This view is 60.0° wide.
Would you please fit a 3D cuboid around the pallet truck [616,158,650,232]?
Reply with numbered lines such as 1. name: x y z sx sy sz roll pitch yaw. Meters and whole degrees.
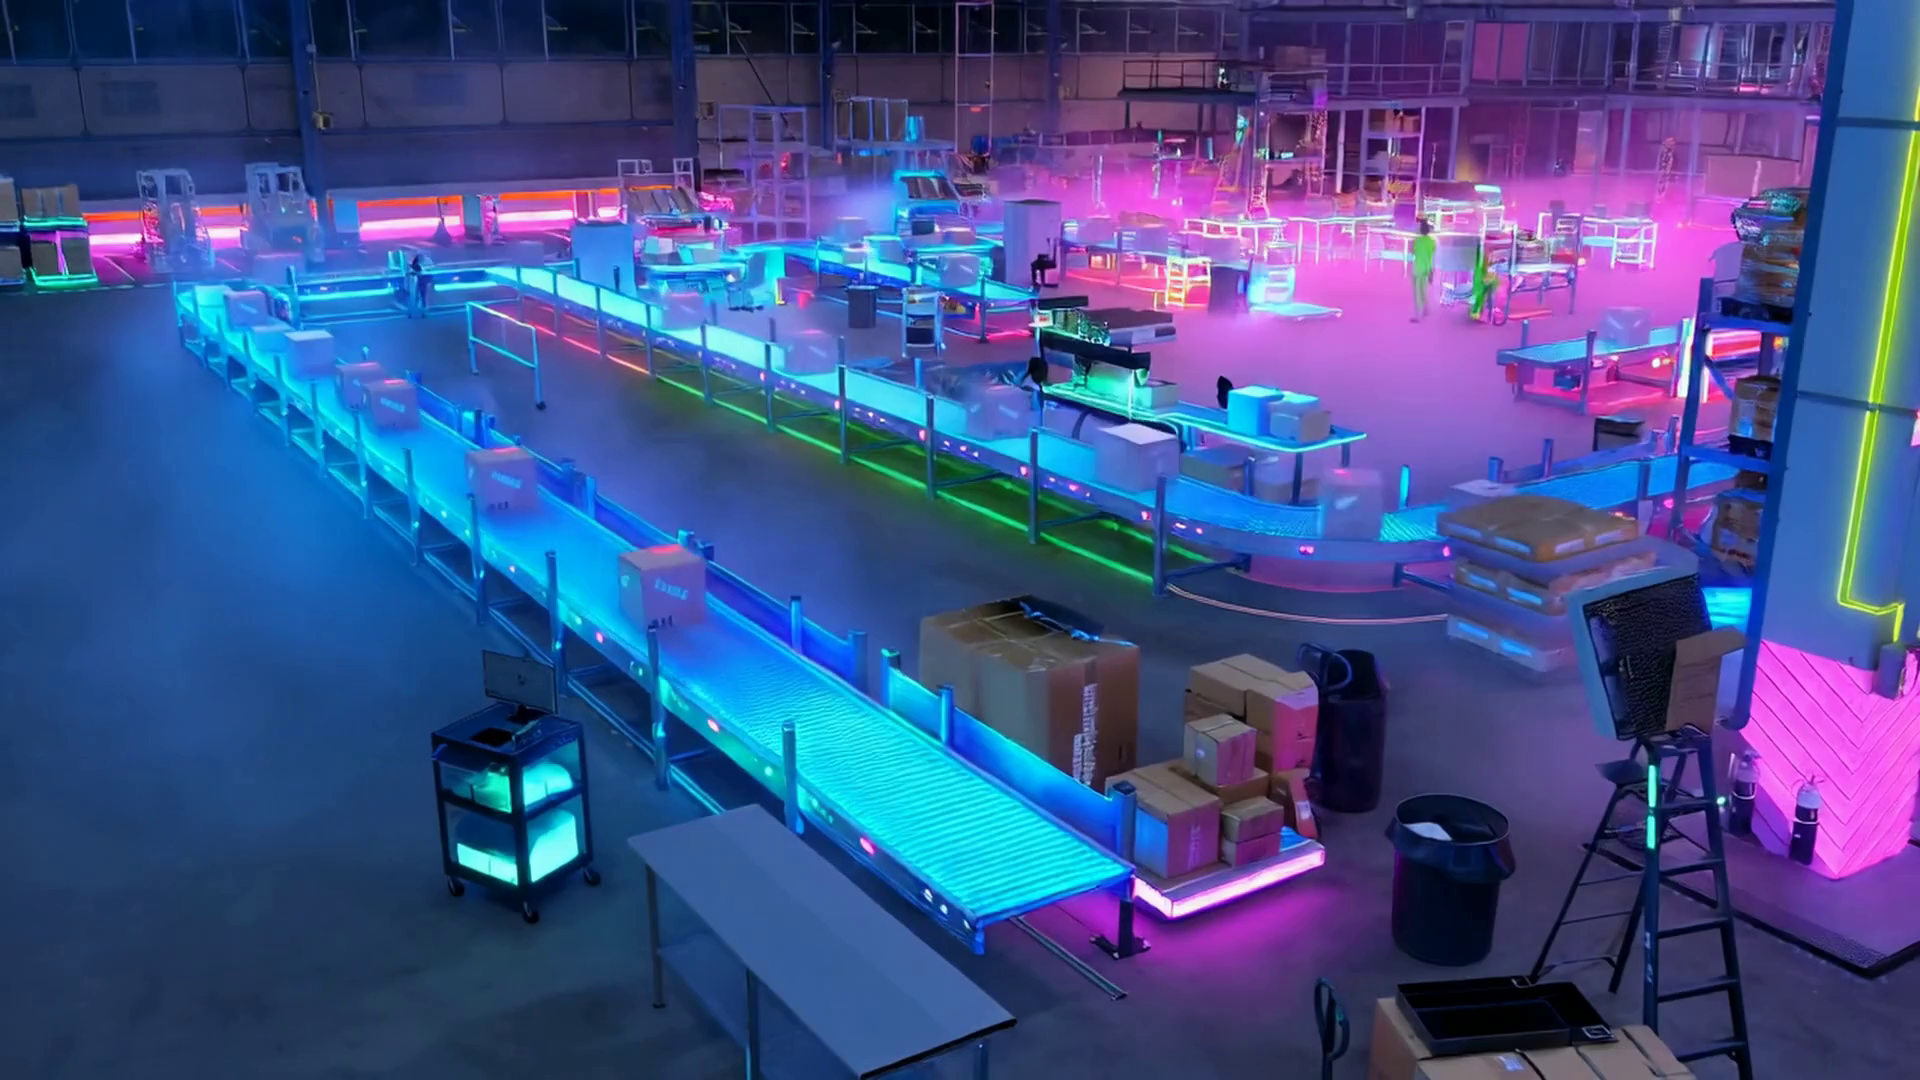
1. pallet truck: -8.918 -9.176 44.255 0.823 1.965 1.885 -9 19 -27

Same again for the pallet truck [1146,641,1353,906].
1. pallet truck: 1.664 1.407 10.232 1.630 1.274 0.653 -10 20 -31

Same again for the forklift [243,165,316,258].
1. forklift: -15.898 -7.669 38.708 1.157 1.987 2.680 -11 20 -33

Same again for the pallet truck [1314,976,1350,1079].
1. pallet truck: 2.299 2.390 7.086 1.601 1.201 0.680 -2 17 -7

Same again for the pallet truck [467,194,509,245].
1. pallet truck: -11.983 -8.177 42.137 0.704 1.261 1.522 -11 20 -33

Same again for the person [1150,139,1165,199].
1. person: 6.422 -12.029 53.940 0.586 1.882 0.340 -11 20 -31

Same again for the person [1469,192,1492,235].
1. person: 11.487 -6.836 36.891 0.484 1.740 0.535 3 17 9

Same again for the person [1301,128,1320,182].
1. person: 12.784 -13.998 60.446 0.705 1.914 0.549 12 21 35

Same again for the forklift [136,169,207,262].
1. forklift: -17.842 -7.318 37.559 1.157 1.987 2.680 -10 20 -31

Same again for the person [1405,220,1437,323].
1. person: 8.305 -4.838 30.071 0.517 1.858 0.402 -5 17 -16

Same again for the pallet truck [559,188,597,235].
1. pallet truck: -10.010 -8.652 43.699 0.653 1.274 1.630 -10 20 -31

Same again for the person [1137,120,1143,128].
1. person: 7.075 -15.623 65.825 0.595 1.925 0.374 -11 20 -31

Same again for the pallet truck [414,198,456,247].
1. pallet truck: -13.250 -8.060 41.856 0.680 1.201 1.601 -10 20 -31

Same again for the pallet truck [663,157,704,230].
1. pallet truck: -7.586 -9.308 44.692 0.823 1.965 1.885 -11 20 -33

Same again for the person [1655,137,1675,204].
1. person: 22.198 -11.604 52.259 0.616 2.039 0.387 -11 20 -31
